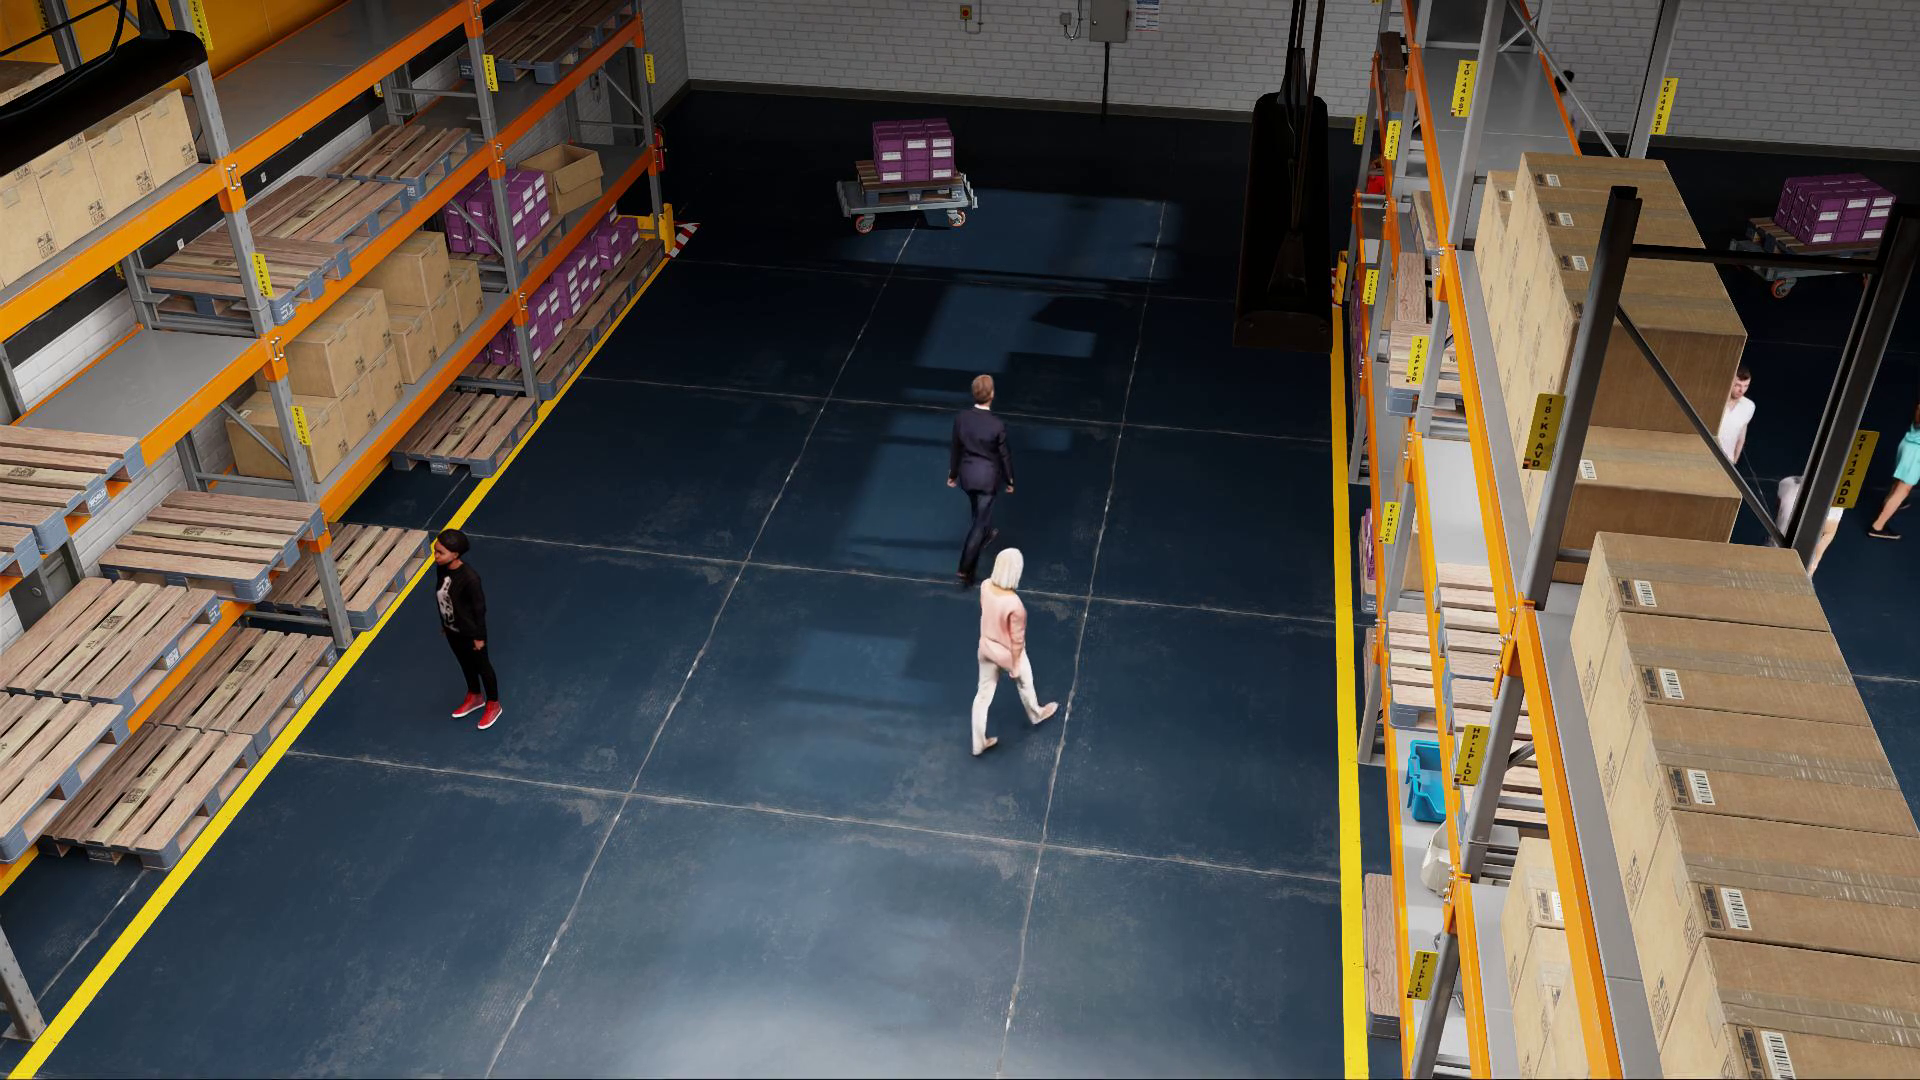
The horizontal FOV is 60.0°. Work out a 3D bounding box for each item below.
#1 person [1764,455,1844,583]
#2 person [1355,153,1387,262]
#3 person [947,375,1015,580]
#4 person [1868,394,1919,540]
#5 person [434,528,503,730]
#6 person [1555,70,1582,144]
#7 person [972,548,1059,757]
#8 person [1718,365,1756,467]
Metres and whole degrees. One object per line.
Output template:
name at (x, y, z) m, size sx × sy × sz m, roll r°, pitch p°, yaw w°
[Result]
person at (6.536, 0.083, 12.974) m, size 1.218 × 1.817 × 1.140 m, roll -22°, pitch 40°, yaw -30°
person at (4.773, -3.867, 19.392) m, size 0.772 × 1.291 × 0.780 m, roll -12°, pitch 35°, yaw -18°
person at (0.134, -0.503, 13.881) m, size 0.958 × 1.789 × 1.251 m, roll 17°, pitch 37°, yaw 23°
person at (8.331, -0.772, 14.523) m, size 0.827 × 1.526 × 0.619 m, roll 7°, pitch 34°, yaw 10°
person at (-3.654, 0.628, 12.282) m, size 0.668 × 1.675 × 0.666 m, roll 19°, pitch 38°, yaw 26°
person at (7.136, -4.669, 20.051) m, size 1.052 × 1.896 × 1.264 m, roll 24°, pitch 41°, yaw 32°
person at (0.235, 0.838, 11.953) m, size 1.117 × 1.689 × 0.986 m, roll -29°, pitch 43°, yaw -36°
person at (6.320, -0.688, 14.125) m, size 0.676 × 1.827 × 1.084 m, roll 4°, pitch 34°, yaw 6°
